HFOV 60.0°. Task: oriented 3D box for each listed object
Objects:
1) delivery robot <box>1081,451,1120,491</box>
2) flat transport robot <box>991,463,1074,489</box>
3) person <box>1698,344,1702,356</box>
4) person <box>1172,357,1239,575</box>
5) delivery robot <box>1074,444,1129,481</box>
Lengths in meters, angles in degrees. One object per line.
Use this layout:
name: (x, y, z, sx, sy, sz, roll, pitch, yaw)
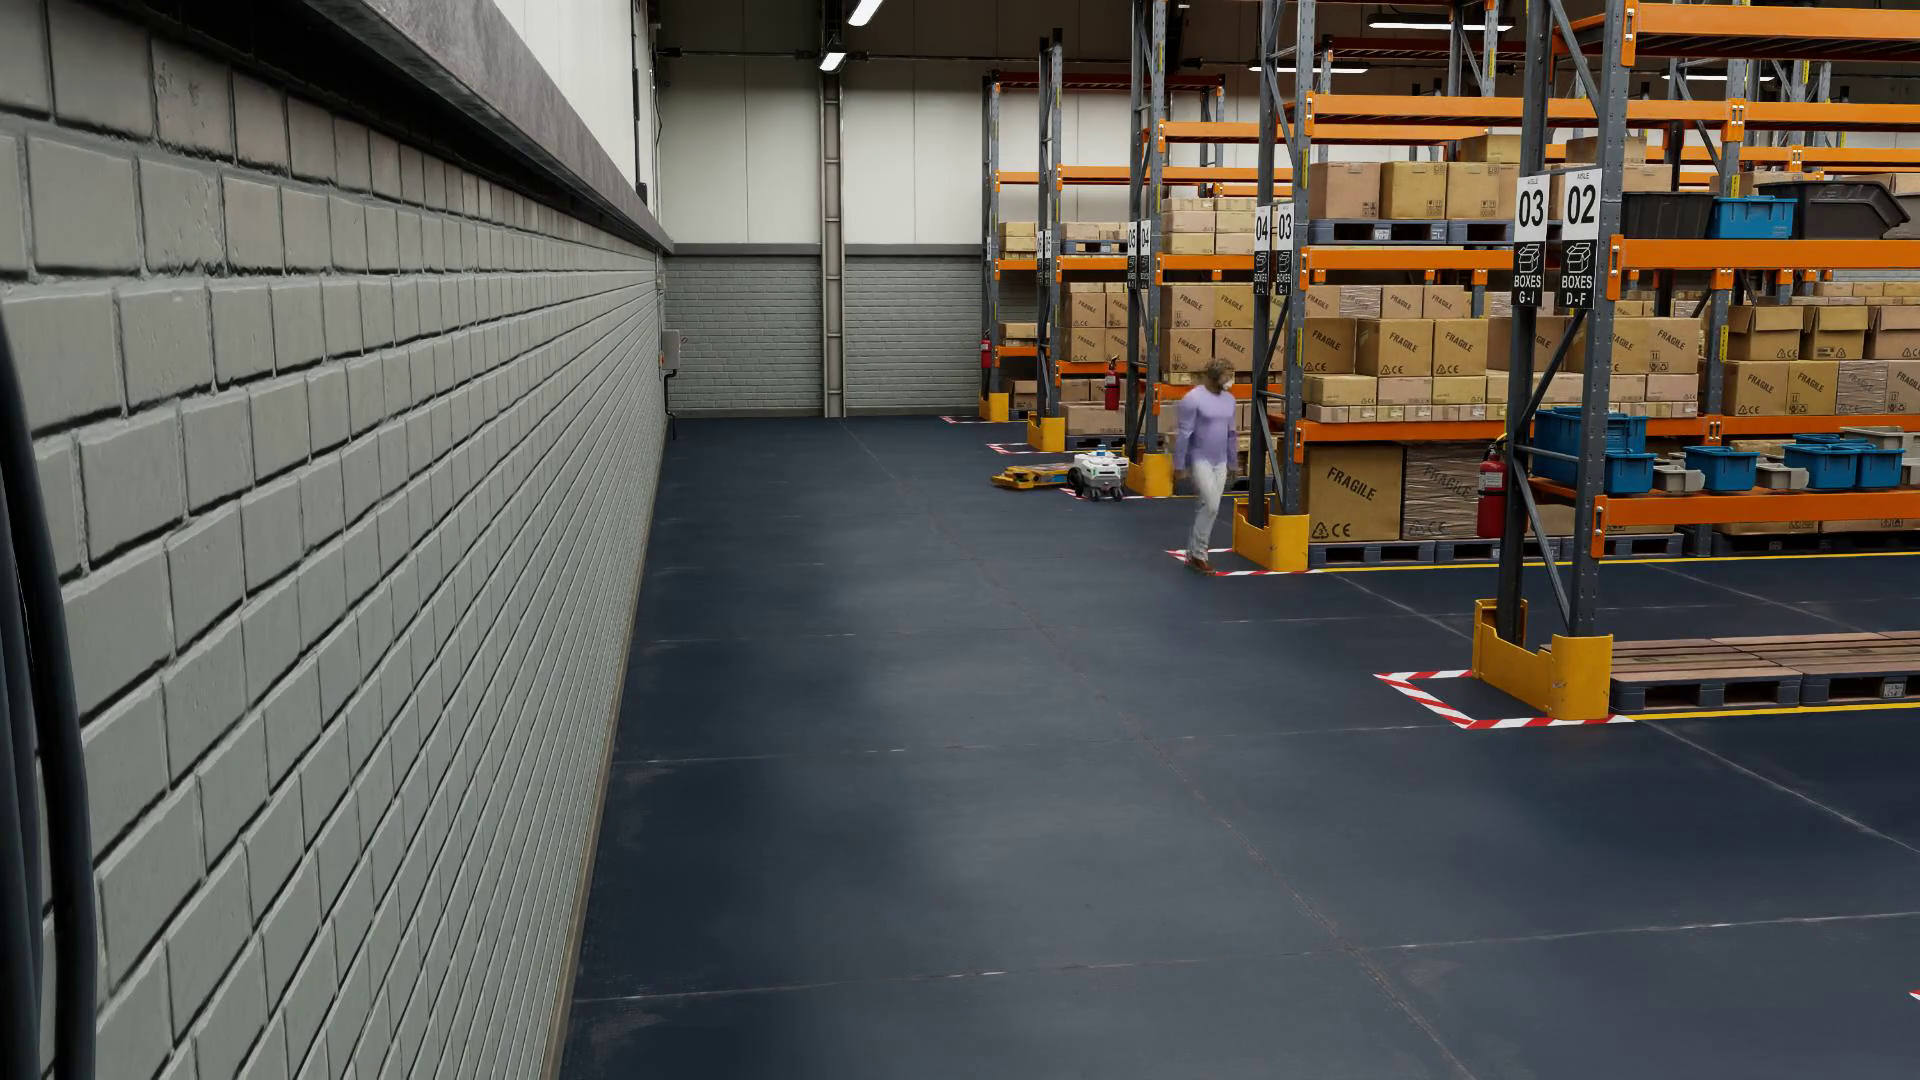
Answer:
delivery robot: (1.634, -0.794, 19.328, 0.477, 0.478, 0.707, -1, 9, -7)
flat transport robot: (1.164, -0.807, 20.571, 1.431, 0.197, 0.652, -5, 11, -29)
person: (8.178, -1.306, 18.782, 0.412, 1.854, 0.529, -1, 9, -6)
person: (2.207, -0.631, 14.467, 0.666, 1.901, 0.632, -7, 11, -36)
delivery robot: (1.704, -0.907, 20.021, 0.477, 0.478, 0.707, -7, 11, -37)
